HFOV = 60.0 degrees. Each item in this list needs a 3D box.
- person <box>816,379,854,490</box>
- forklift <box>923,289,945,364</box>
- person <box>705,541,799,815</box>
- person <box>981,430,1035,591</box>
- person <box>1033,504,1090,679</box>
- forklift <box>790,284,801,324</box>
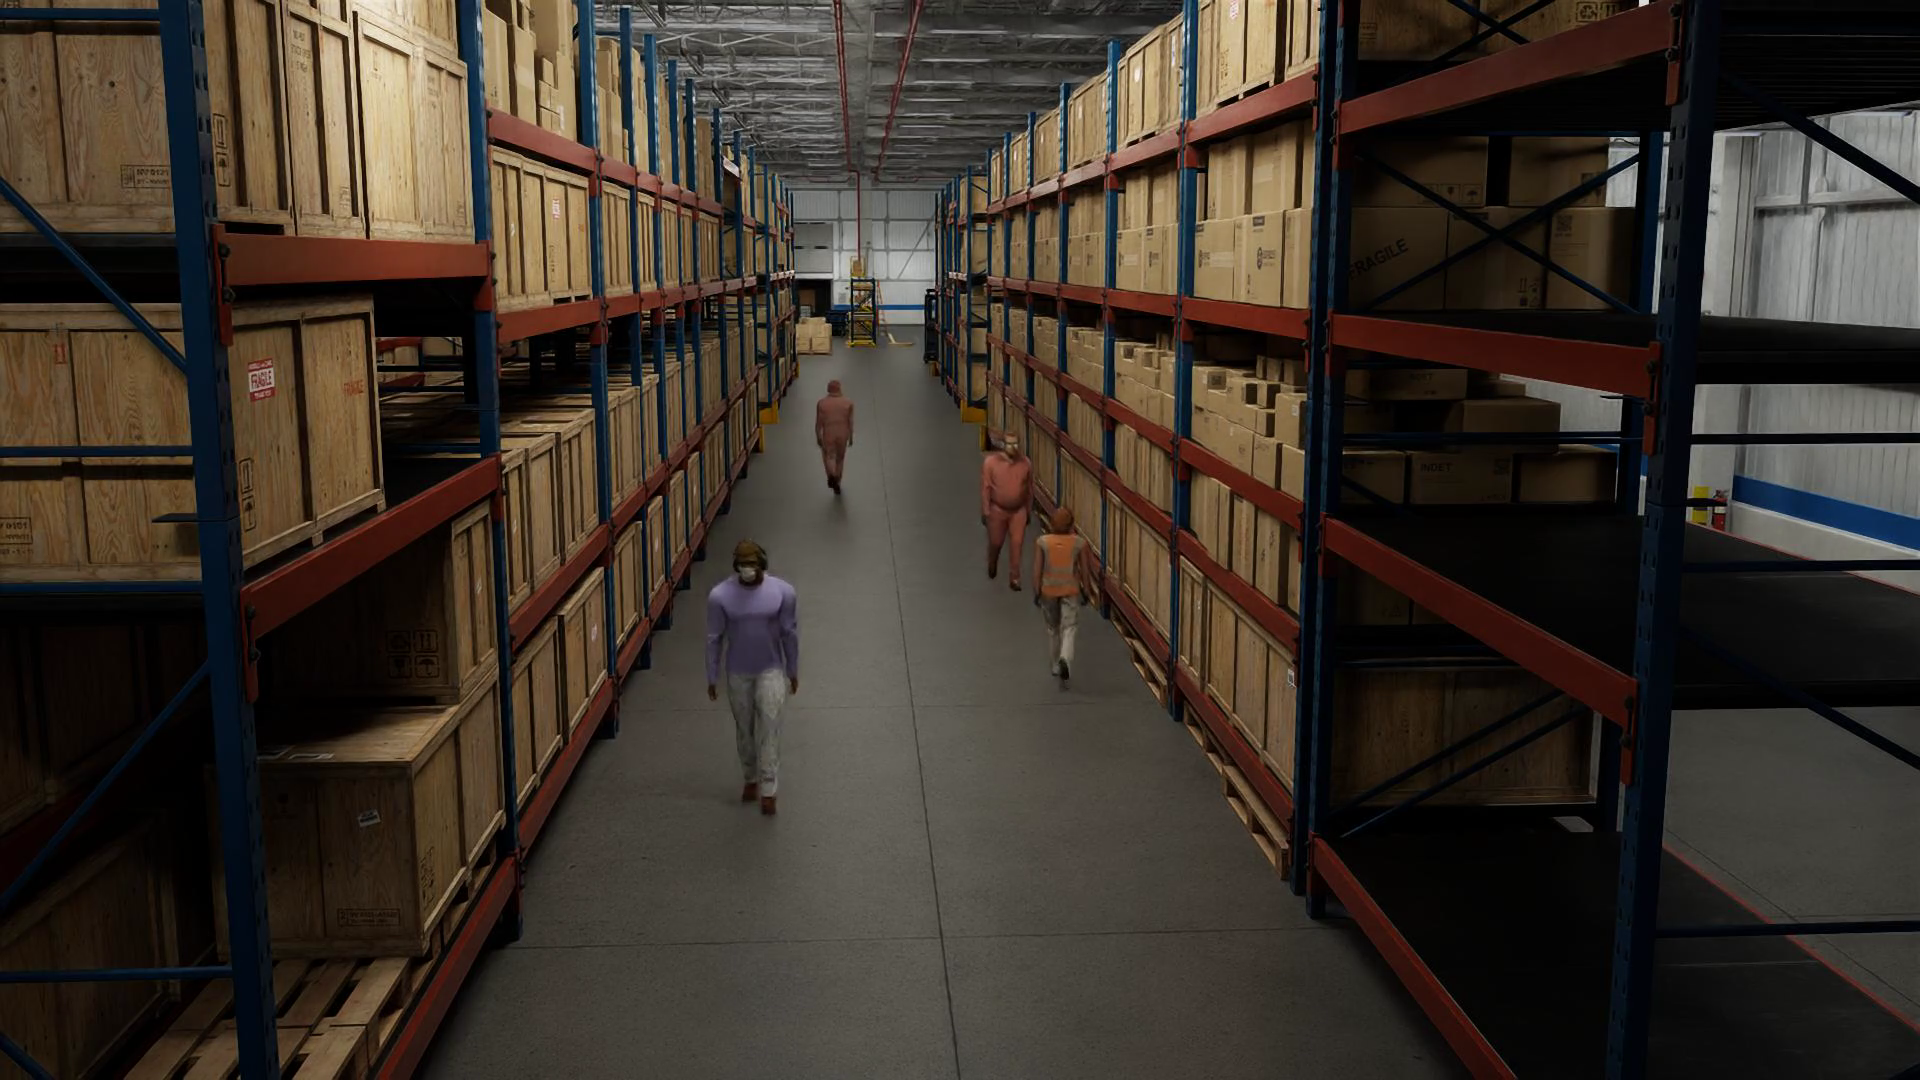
[{"bbox_3d":[-2.092,-1.759,27.949,0.642,1.892,0.544,-2,10,-11],"label":"person"},{"bbox_3d":[-0.808,-8.117,62.956,1.129,2.768,1.873,-1,10,-3],"label":"forklift"},{"bbox_3d":[-1.455,0.967,11.599,0.652,1.900,0.920,0,10,-2],"label":"person"},{"bbox_3d":[0.558,-0.366,19.601,0.657,1.886,0.602,-1,10,-8],"label":"person"},{"bbox_3d":[0.922,0.492,15.278,0.526,1.618,0.604,2,10,9],"label":"person"},{"bbox_3d":[-7.576,-10.118,74.909,1.129,2.768,1.873,8,12,39],"label":"forklift"}]
